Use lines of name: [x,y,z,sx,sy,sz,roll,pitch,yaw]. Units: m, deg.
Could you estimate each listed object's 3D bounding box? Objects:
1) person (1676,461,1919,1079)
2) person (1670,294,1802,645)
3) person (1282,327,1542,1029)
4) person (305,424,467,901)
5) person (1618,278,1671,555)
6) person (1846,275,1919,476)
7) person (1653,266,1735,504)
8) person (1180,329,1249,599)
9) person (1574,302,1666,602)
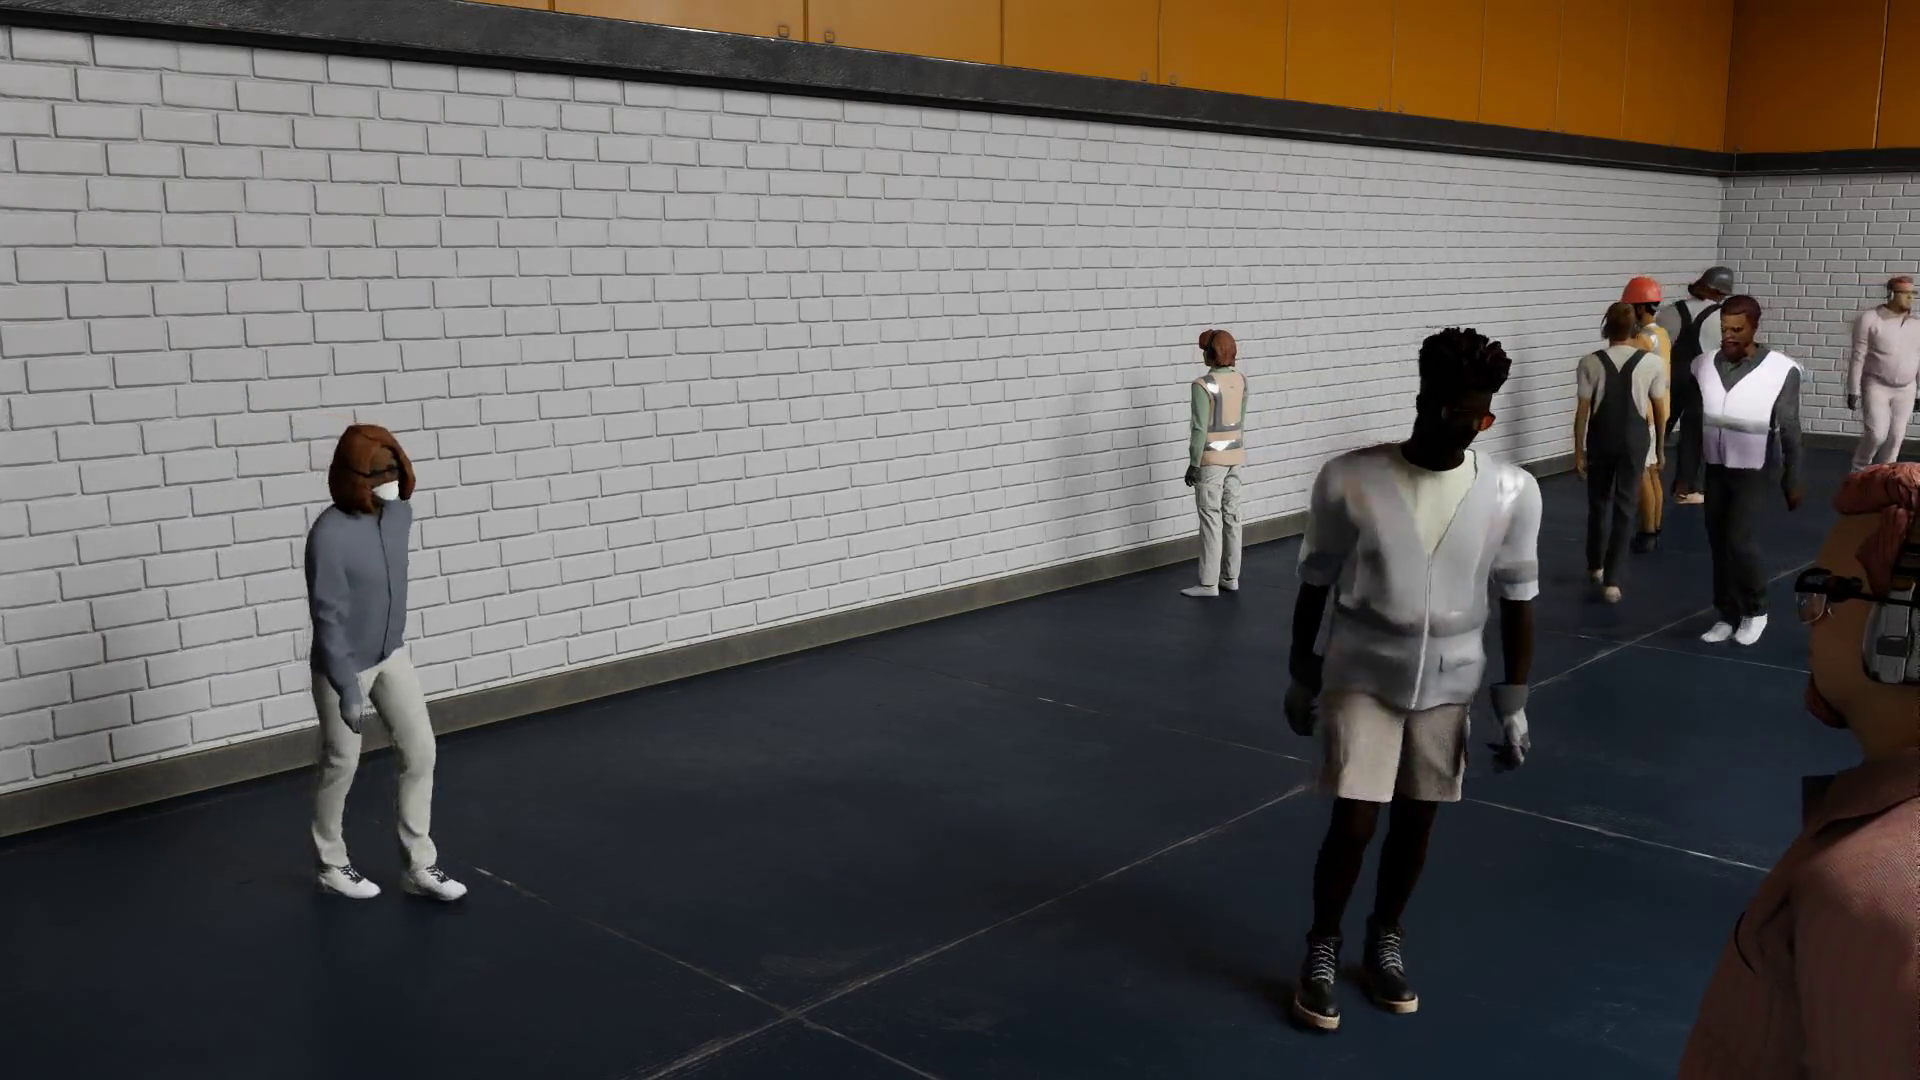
person: [0.993,0.864,1.845,0.407,1.908,0.641,9,13,42]
person: [4.153,-0.362,8.888,0.459,1.892,0.596,-6,12,-31]
person: [1.218,0.384,4.511,0.638,1.924,0.536,0,10,1]
person: [-1.886,0.415,5.288,0.653,1.580,0.524,4,11,20]
person: [4.732,-0.848,11.588,0.423,1.923,0.591,7,12,36]
person: [7.791,-1.253,13.918,0.663,1.898,0.415,0,10,-2]
person: [6.064,-1.328,13.942,0.864,2.000,0.540,8,13,39]
person: [1.566,-0.462,10.154,0.309,1.641,0.515,9,13,42]
person: [4.053,-0.555,10.241,0.539,1.795,0.959,4,11,22]
